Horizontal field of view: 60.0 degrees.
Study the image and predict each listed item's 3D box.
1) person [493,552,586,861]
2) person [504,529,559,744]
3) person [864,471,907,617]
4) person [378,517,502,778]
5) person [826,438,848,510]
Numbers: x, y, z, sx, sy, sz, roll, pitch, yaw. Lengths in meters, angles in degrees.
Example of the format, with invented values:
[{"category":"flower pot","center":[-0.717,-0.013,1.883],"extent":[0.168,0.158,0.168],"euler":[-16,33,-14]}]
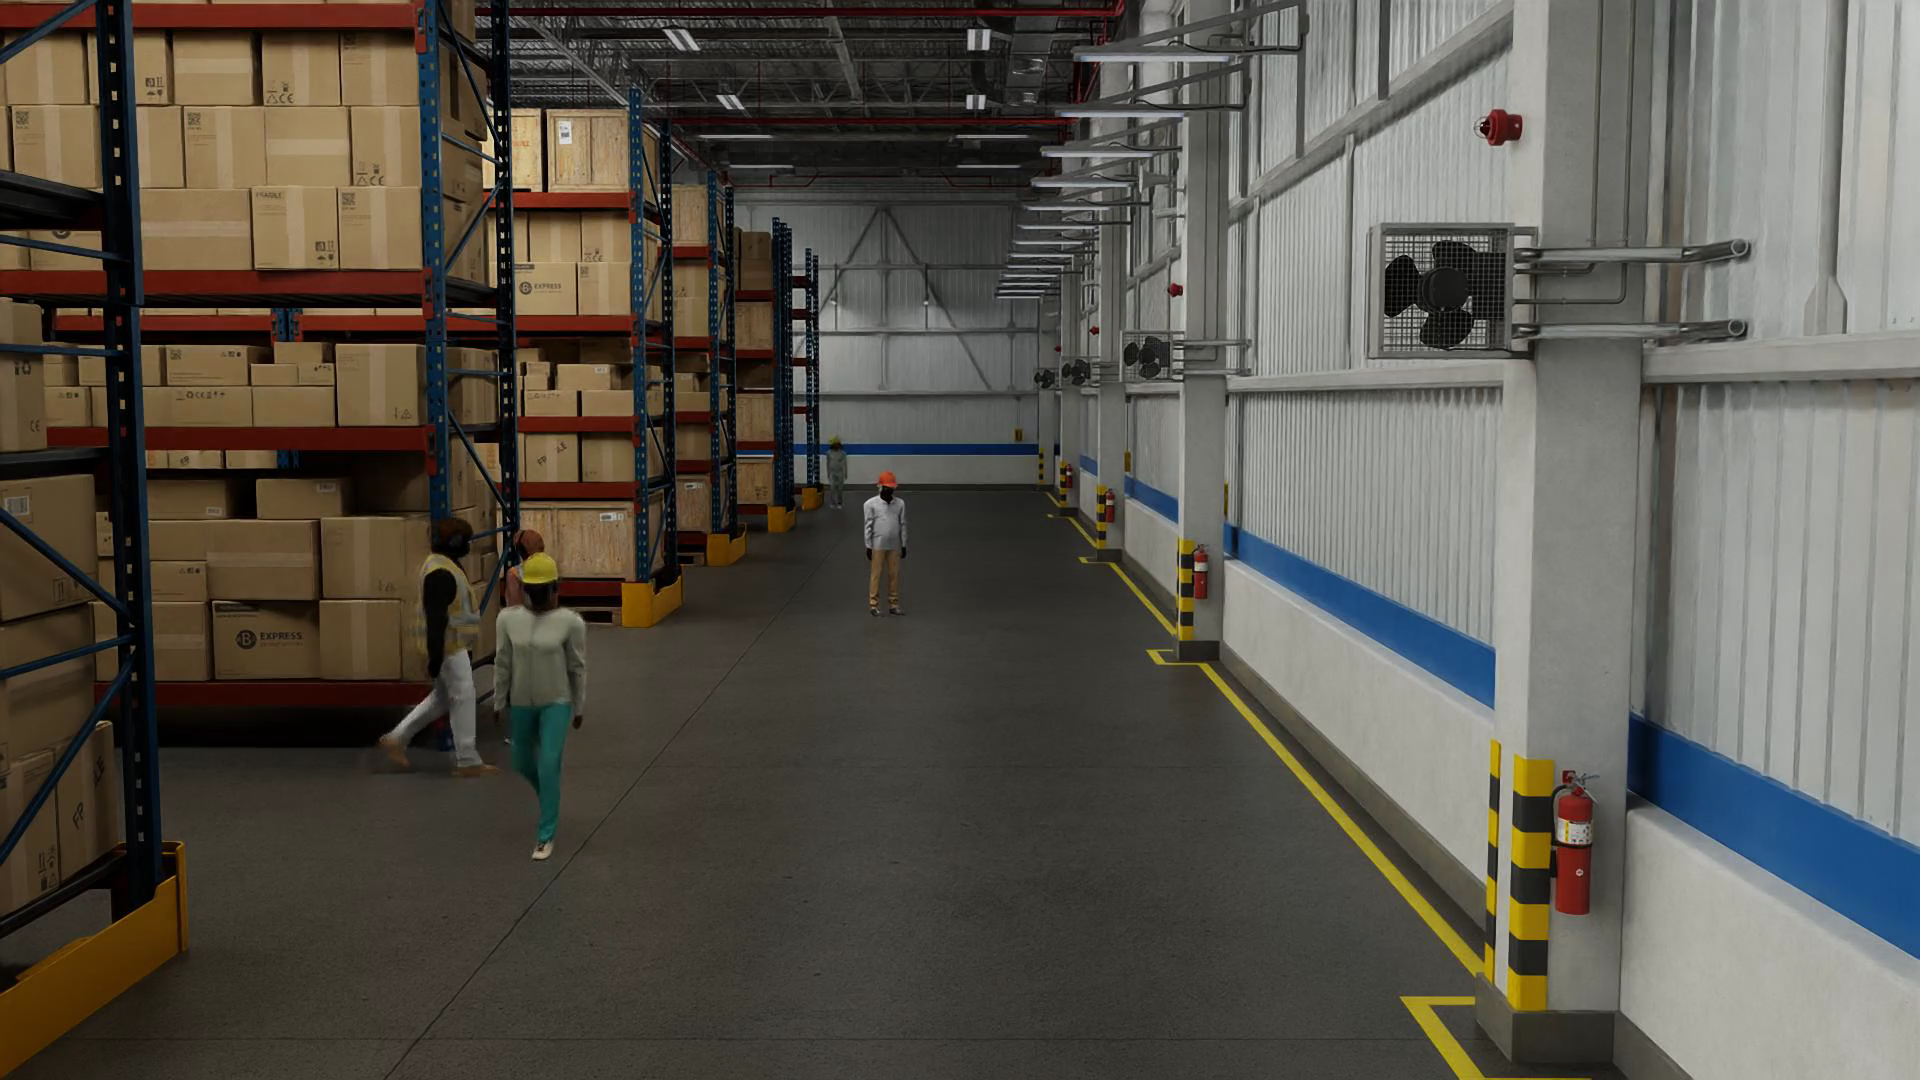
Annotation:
[{"category":"person","center":[-2.413,0.923,9.658],"extent":[0.531,1.745,0.682],"euler":[0,5,4]},{"category":"person","center":[-3.234,0.732,12.583],"extent":[0.318,1.631,0.524],"euler":[3,6,30]},{"category":"person","center":[-0.874,0.050,19.863],"extent":[0.566,1.744,0.350],"euler":[-3,6,-30]},{"category":"person","center":[-3.604,0.741,11.456],"extent":[0.752,1.810,0.638],"euler":[-1,5,-16]},{"category":"person","center":[-2.868,-1.528,38.622],"extent":[0.524,1.665,0.903],"euler":[0,5,6]}]
